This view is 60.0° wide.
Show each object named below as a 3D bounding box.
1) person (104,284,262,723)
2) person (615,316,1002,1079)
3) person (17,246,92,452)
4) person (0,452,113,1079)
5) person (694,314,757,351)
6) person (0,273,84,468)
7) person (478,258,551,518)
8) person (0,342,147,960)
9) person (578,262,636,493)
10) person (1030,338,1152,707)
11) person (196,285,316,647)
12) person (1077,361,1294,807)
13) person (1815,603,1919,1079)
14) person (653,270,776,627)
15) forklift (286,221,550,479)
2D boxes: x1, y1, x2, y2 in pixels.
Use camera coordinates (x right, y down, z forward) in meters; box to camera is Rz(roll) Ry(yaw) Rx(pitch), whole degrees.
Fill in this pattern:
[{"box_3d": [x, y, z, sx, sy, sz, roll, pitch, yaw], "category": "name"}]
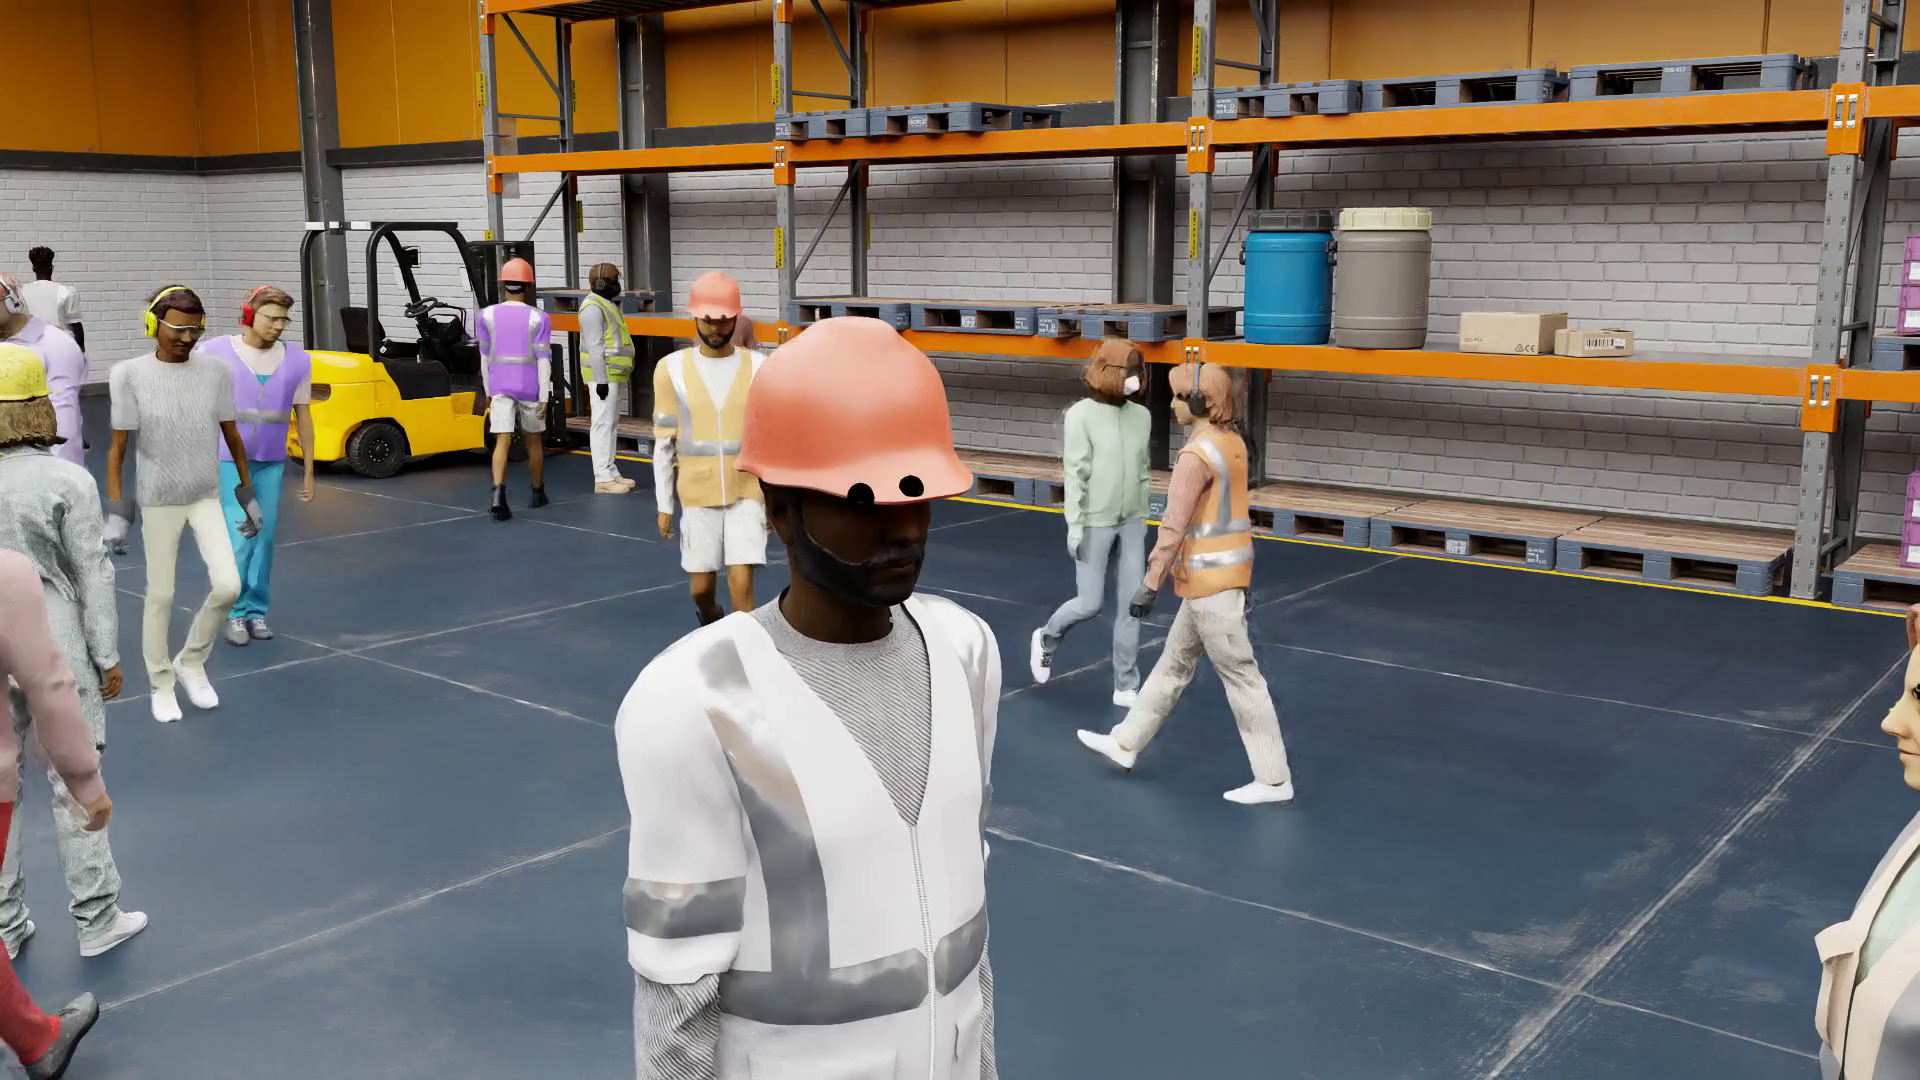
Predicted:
[{"box_3d": [-3.278, -0.148, 7.010, 0.671, 1.839, 0.472, -10, 14, -43], "category": "person"}, {"box_3d": [-0.125, 0.704, 2.013, 0.358, 1.936, 0.552, 10, 14, 44], "category": "person"}, {"box_3d": [-8.607, -1.792, 15.764, 0.604, 1.967, 0.367, -3, 11, -15], "category": "person"}, {"box_3d": [-2.139, 0.519, 3.617, 0.546, 1.717, 0.872, 2, 10, 12], "category": "person"}, {"box_3d": [-1.889, -1.217, 13.207, 0.676, 1.734, 0.555, 9, 14, 42], "category": "person"}, {"box_3d": [-4.558, -0.350, 8.070, 0.646, 1.869, 0.772, 1, 10, 5], "category": "person"}, {"box_3d": [-3.270, -1.121, 12.247, 0.540, 1.903, 0.964, -1, 10, -4], "category": "person"}, {"box_3d": [-2.610, 0.322, 4.673, 0.493, 1.743, 0.295, -1, 10, -8], "category": "person"}, {"box_3d": [-2.832, -1.303, 13.405, 0.429, 1.844, 0.627, 0, 10, -1], "category": "person"}, {"box_3d": [0.600, -0.073, 7.207, 0.510, 1.612, 0.591, -8, 13, -37], "category": "person"}, {"box_3d": [-3.540, -0.369, 8.334, 0.510, 1.805, 0.602, 10, 14, 44], "category": "person"}, {"box_3d": [0.827, 0.158, 5.999, 0.887, 1.584, 0.519, 4, 11, 23], "category": "person"}, {"box_3d": [1.149, 0.867, 1.939, 0.308, 1.640, 0.510, 3, 11, 14], "category": "person"}, {"box_3d": [-1.051, -0.227, 7.279, 0.550, 1.907, 0.777, -1, 10, -8], "category": "person"}, {"box_3d": [-4.922, -1.741, 14.854, 1.214, 2.155, 2.313, 8, 13, 38], "category": "forklift"}]
